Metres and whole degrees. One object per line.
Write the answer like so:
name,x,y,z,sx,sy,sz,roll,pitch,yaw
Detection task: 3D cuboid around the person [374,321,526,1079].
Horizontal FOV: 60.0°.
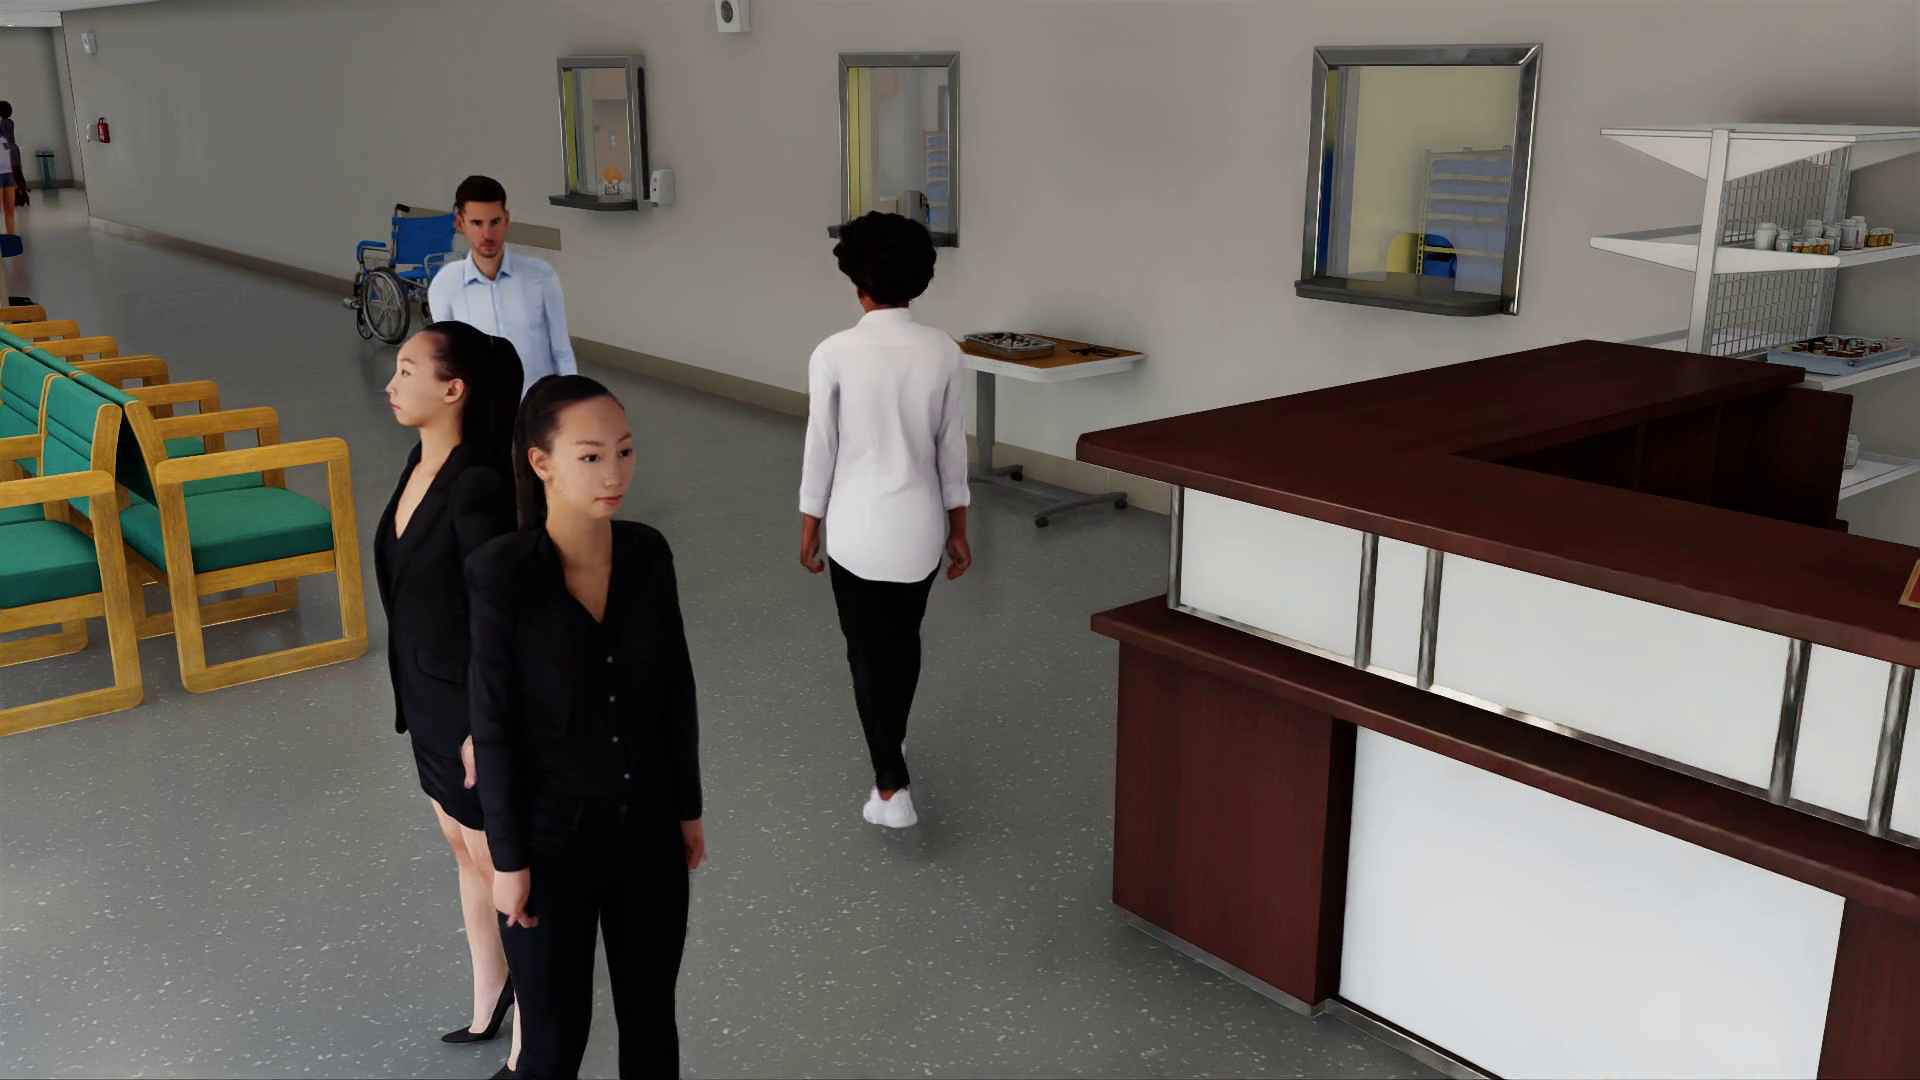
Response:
person,-1.049,0.372,3.580,0.546,1.697,0.602,-11,19,-34

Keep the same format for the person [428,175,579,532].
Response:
person,-1.644,-0.417,6.146,0.712,1.822,0.834,-4,16,-15

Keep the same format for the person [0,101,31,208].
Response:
person,-15.788,-6.425,27.670,0.679,1.706,0.656,-2,16,-7

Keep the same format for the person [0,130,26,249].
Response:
person,-12.091,-4.538,20.924,0.721,1.734,0.613,5,17,18

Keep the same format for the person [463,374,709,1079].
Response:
person,-0.653,0.549,2.924,0.418,1.712,0.631,-13,20,-39

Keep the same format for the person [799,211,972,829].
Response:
person,-0.205,-0.019,4.818,1.084,1.777,0.972,-5,16,-17
